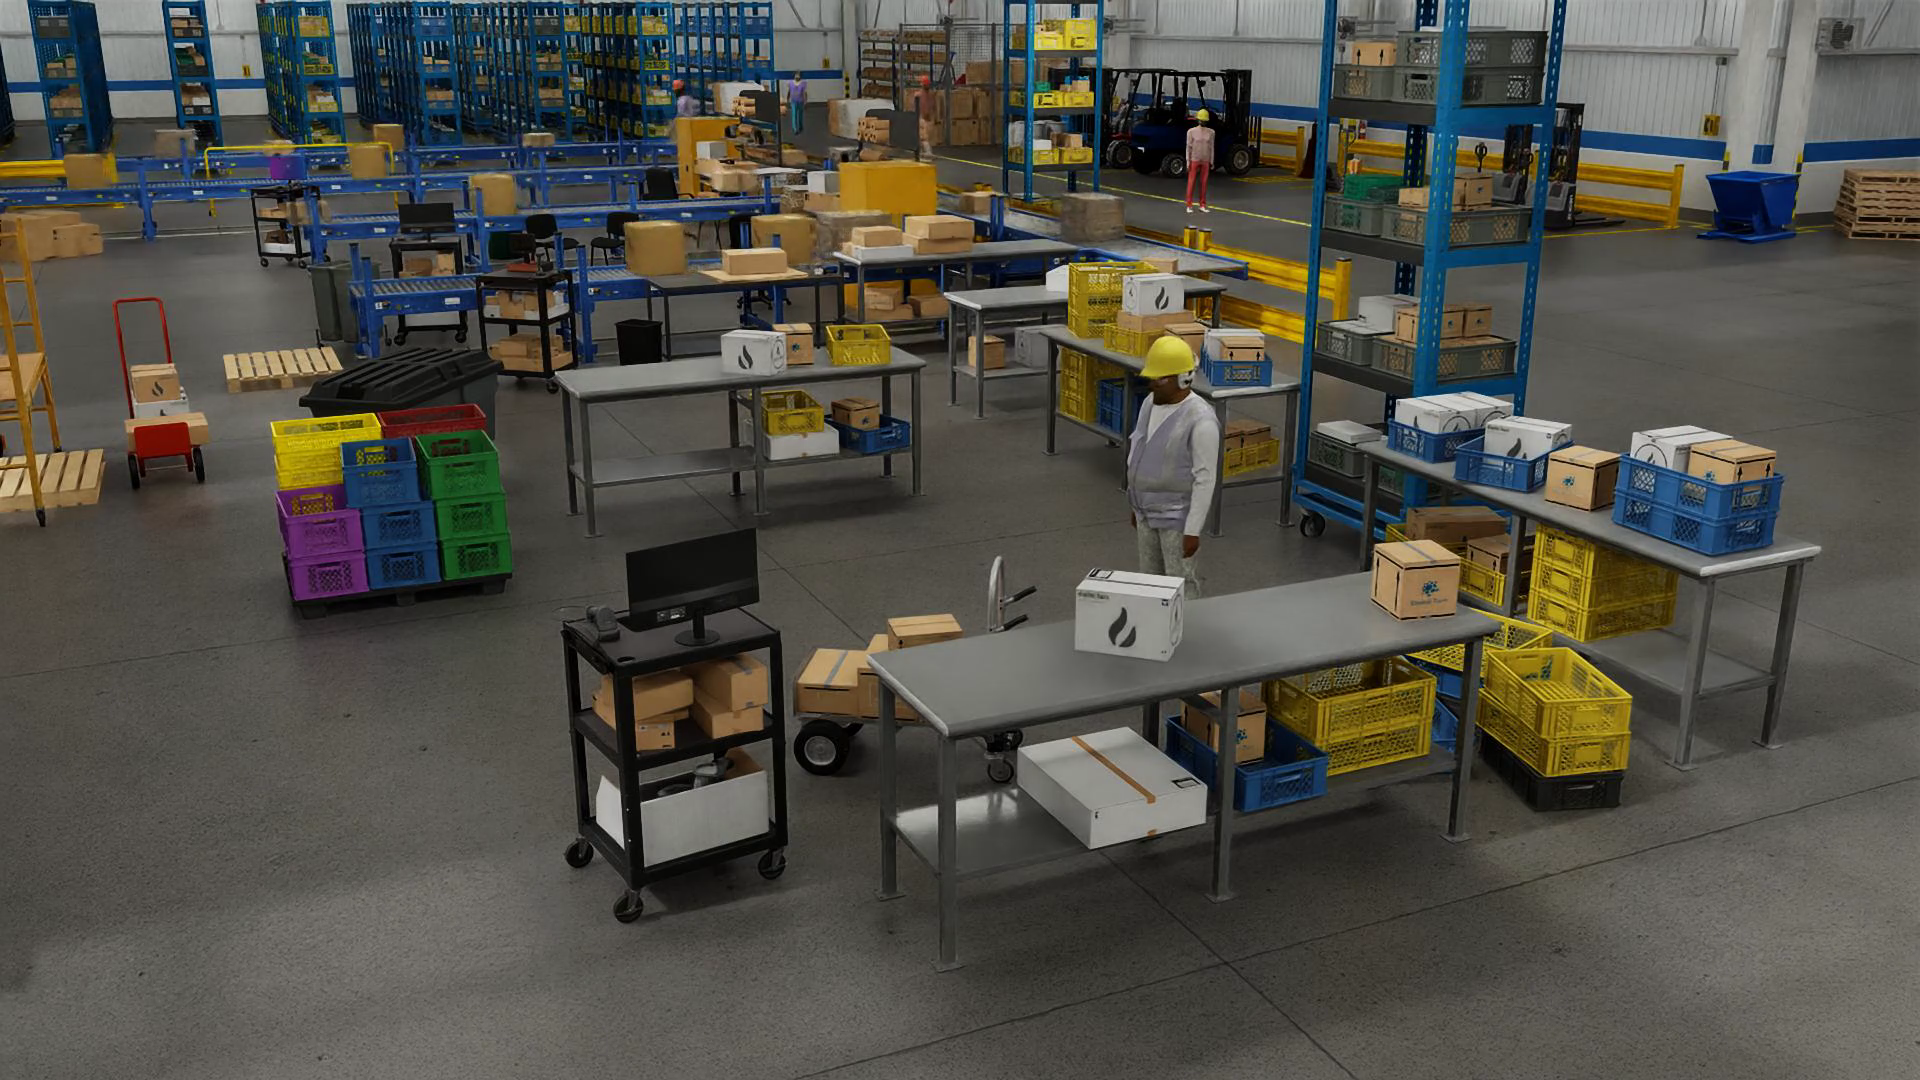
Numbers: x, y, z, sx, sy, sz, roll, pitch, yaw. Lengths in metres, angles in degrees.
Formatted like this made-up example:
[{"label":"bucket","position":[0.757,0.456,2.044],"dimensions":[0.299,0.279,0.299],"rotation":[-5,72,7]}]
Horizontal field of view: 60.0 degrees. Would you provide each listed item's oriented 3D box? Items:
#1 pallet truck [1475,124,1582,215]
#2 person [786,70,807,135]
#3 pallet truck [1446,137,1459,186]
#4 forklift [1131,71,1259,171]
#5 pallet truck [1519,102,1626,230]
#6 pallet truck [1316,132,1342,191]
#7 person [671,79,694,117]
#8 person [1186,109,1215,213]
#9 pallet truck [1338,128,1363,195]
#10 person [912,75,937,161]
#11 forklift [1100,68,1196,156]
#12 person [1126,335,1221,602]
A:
[{"label":"pallet truck","position":[9.707,-6.455,28.103],"dimensions":[1.885,1.965,0.823],"rotation":[-7,19,-20]},{"label":"person","position":[-4.647,-12.483,47.439],"dimensions":[0.611,1.798,0.855],"rotation":[-1,18,-2]},{"label":"pallet truck","position":[9.184,-6.485,29.328],"dimensions":[1.630,1.274,0.653],"rotation":[-8,19,-23]},{"label":"forklift","position":[4.998,-8.936,35.413],"dimensions":[2.680,1.987,1.157],"rotation":[-9,20,-25]},{"label":"pallet truck","position":[9.972,-6.037,26.785],"dimensions":[1.885,1.965,0.823],"rotation":[-9,20,-25]},{"label":"pallet truck","position":[7.723,-7.504,32.656],"dimensions":[1.601,1.201,0.680],"rotation":[-8,19,-23]},{"label":"person","position":[-5.902,-8.697,35.147],"dimensions":[0.830,2.004,0.637],"rotation":[2,18,7]},{"label":"person","position":[4.157,-6.558,28.805],"dimensions":[0.525,1.769,0.309],"rotation":[-5,18,-14]},{"label":"pallet truck","position":[7.845,-7.140,31.411],"dimensions":[1.522,1.261,0.704],"rotation":[-9,20,-25]},{"label":"person","position":[-0.851,-9.926,39.110],"dimensions":[0.649,1.956,0.995],"rotation":[-14,23,-38]},{"label":"forklift","position":[4.082,-9.564,37.410],"dimensions":[2.680,1.987,1.157],"rotation":[-8,19,-23]},{"label":"person","position":[1.050,-0.145,8.500],"dimensions":[0.404,1.829,0.588],"rotation":[-9,20,-27]}]
